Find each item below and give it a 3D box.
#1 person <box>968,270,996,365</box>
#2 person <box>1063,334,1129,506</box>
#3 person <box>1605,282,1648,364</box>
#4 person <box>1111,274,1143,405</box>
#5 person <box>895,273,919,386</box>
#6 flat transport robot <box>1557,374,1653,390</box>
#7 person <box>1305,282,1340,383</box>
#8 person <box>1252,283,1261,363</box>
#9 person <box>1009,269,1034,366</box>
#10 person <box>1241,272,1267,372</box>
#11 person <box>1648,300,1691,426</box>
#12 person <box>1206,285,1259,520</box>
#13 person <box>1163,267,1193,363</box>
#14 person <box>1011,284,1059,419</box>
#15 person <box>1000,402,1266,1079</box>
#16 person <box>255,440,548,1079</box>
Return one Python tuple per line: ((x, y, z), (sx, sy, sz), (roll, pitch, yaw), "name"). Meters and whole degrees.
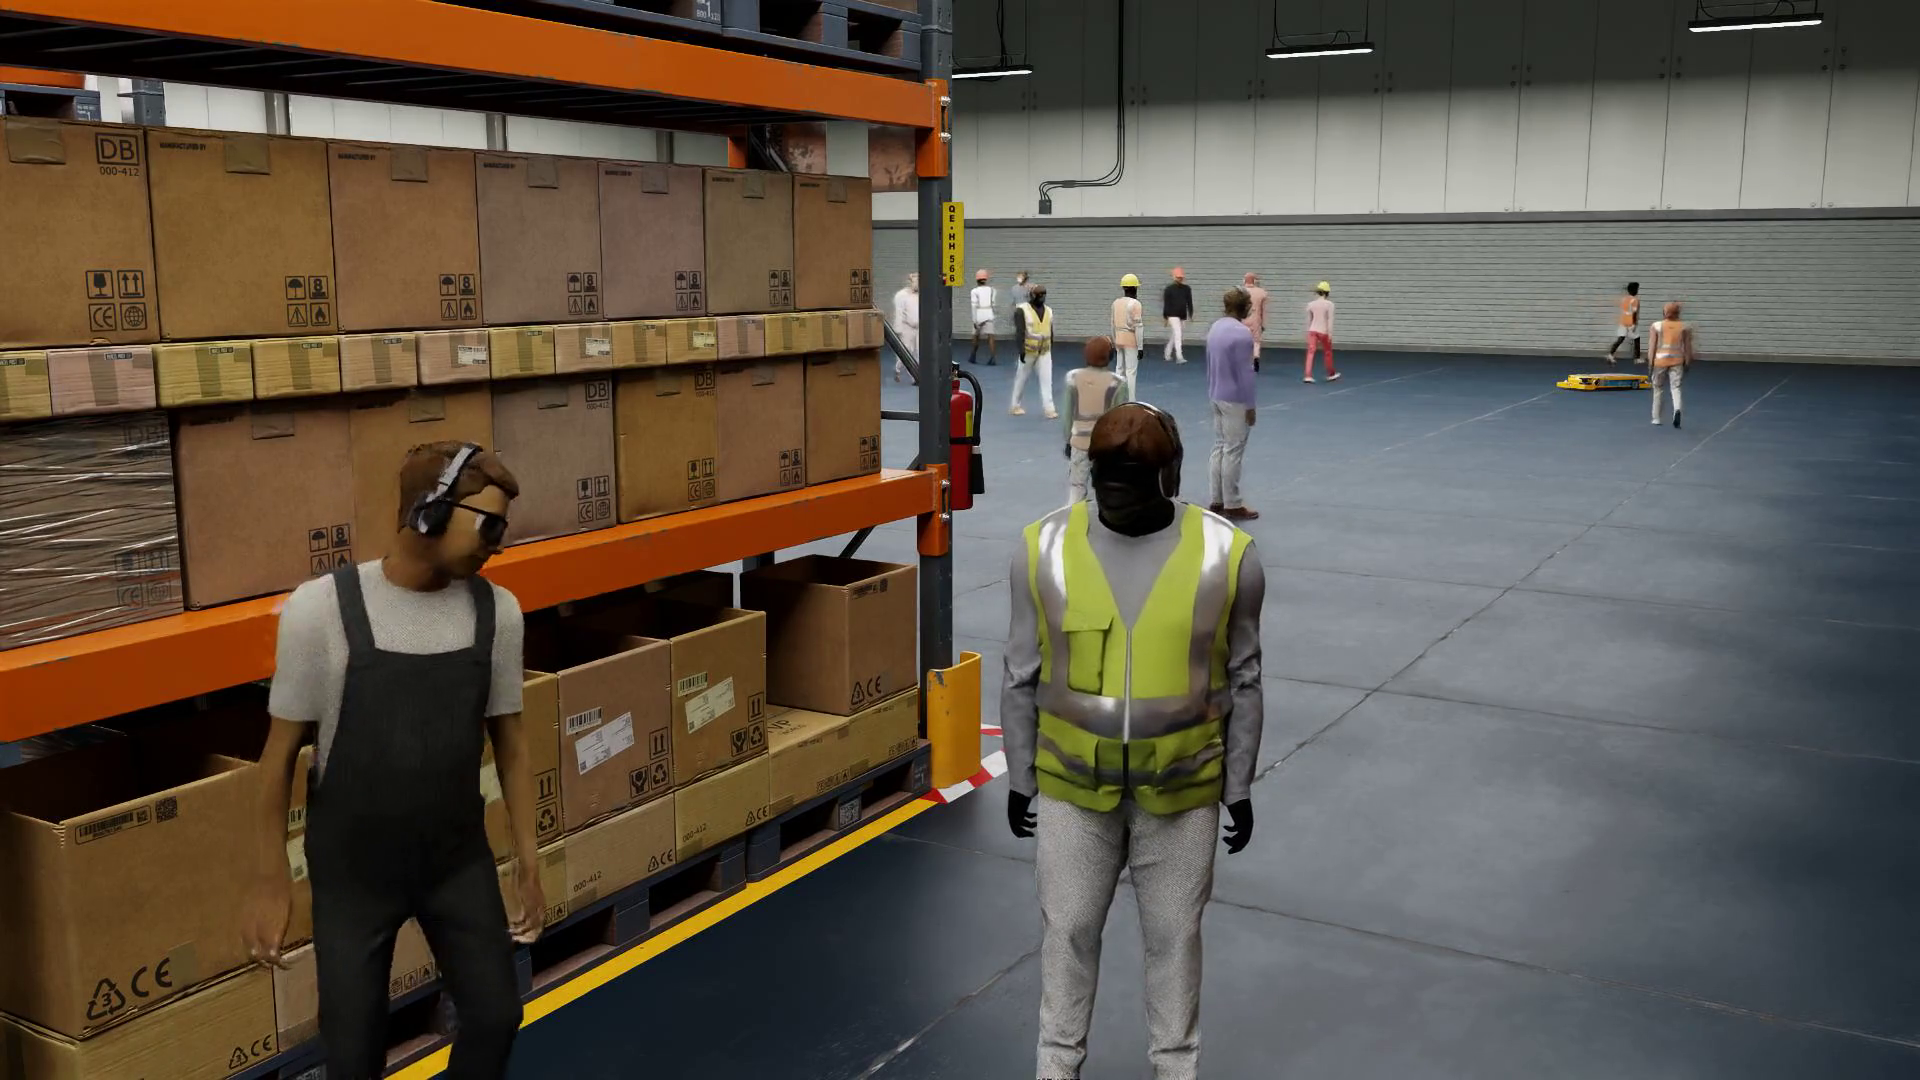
((0.465, -4.451, 33.366), (0.543, 1.895, 1.010), (-4, 10, -20), "person")
((0.954, -0.672, 11.990), (0.517, 1.620, 0.665), (4, 10, 21), "person")
((13.454, -4.365, 33.530), (0.857, 1.665, 0.539), (-2, 10, -11), "person")
((2.331, -2.706, 23.005), (0.364, 1.930, 0.588), (-7, 12, -35), "person")
((-0.815, -3.530, 27.937), (0.674, 1.890, 0.525), (-7, 12, -37), "person")
((10.581, -2.601, 27.242), (1.431, 0.197, 0.652), (-4, 10, -20), "flat transport robot")
((6.251, -3.583, 28.738), (0.545, 1.711, 0.898), (9, 13, 43), "person")
((5.997, -4.425, 33.931), (0.284, 1.634, 0.498), (0, 10, -2), "person")
((1.237, -4.403, 32.962), (0.649, 1.920, 0.440), (7, 12, 34), "person")
((5.379, -4.024, 30.874), (0.649, 1.886, 0.715), (0, 10, -2), "person")
((9.058, -2.243, 21.228), (0.525, 1.617, 0.705), (2, 10, 11), "person")
((2.249, -1.133, 13.775), (0.364, 1.939, 0.634), (-3, 10, -17), "person")
((4.430, -4.619, 34.145), (0.605, 1.955, 0.948), (-5, 11, -26), "person")
((0.989, -2.557, 22.516), (0.627, 1.807, 0.935), (-5, 11, -27), "person")
((0.407, 0.585, 4.003), (0.629, 1.840, 0.429), (1, 10, 8), "person")
((-1.153, 0.692, 3.497), (0.653, 1.806, 0.370), (-7, 12, -36), "person")
